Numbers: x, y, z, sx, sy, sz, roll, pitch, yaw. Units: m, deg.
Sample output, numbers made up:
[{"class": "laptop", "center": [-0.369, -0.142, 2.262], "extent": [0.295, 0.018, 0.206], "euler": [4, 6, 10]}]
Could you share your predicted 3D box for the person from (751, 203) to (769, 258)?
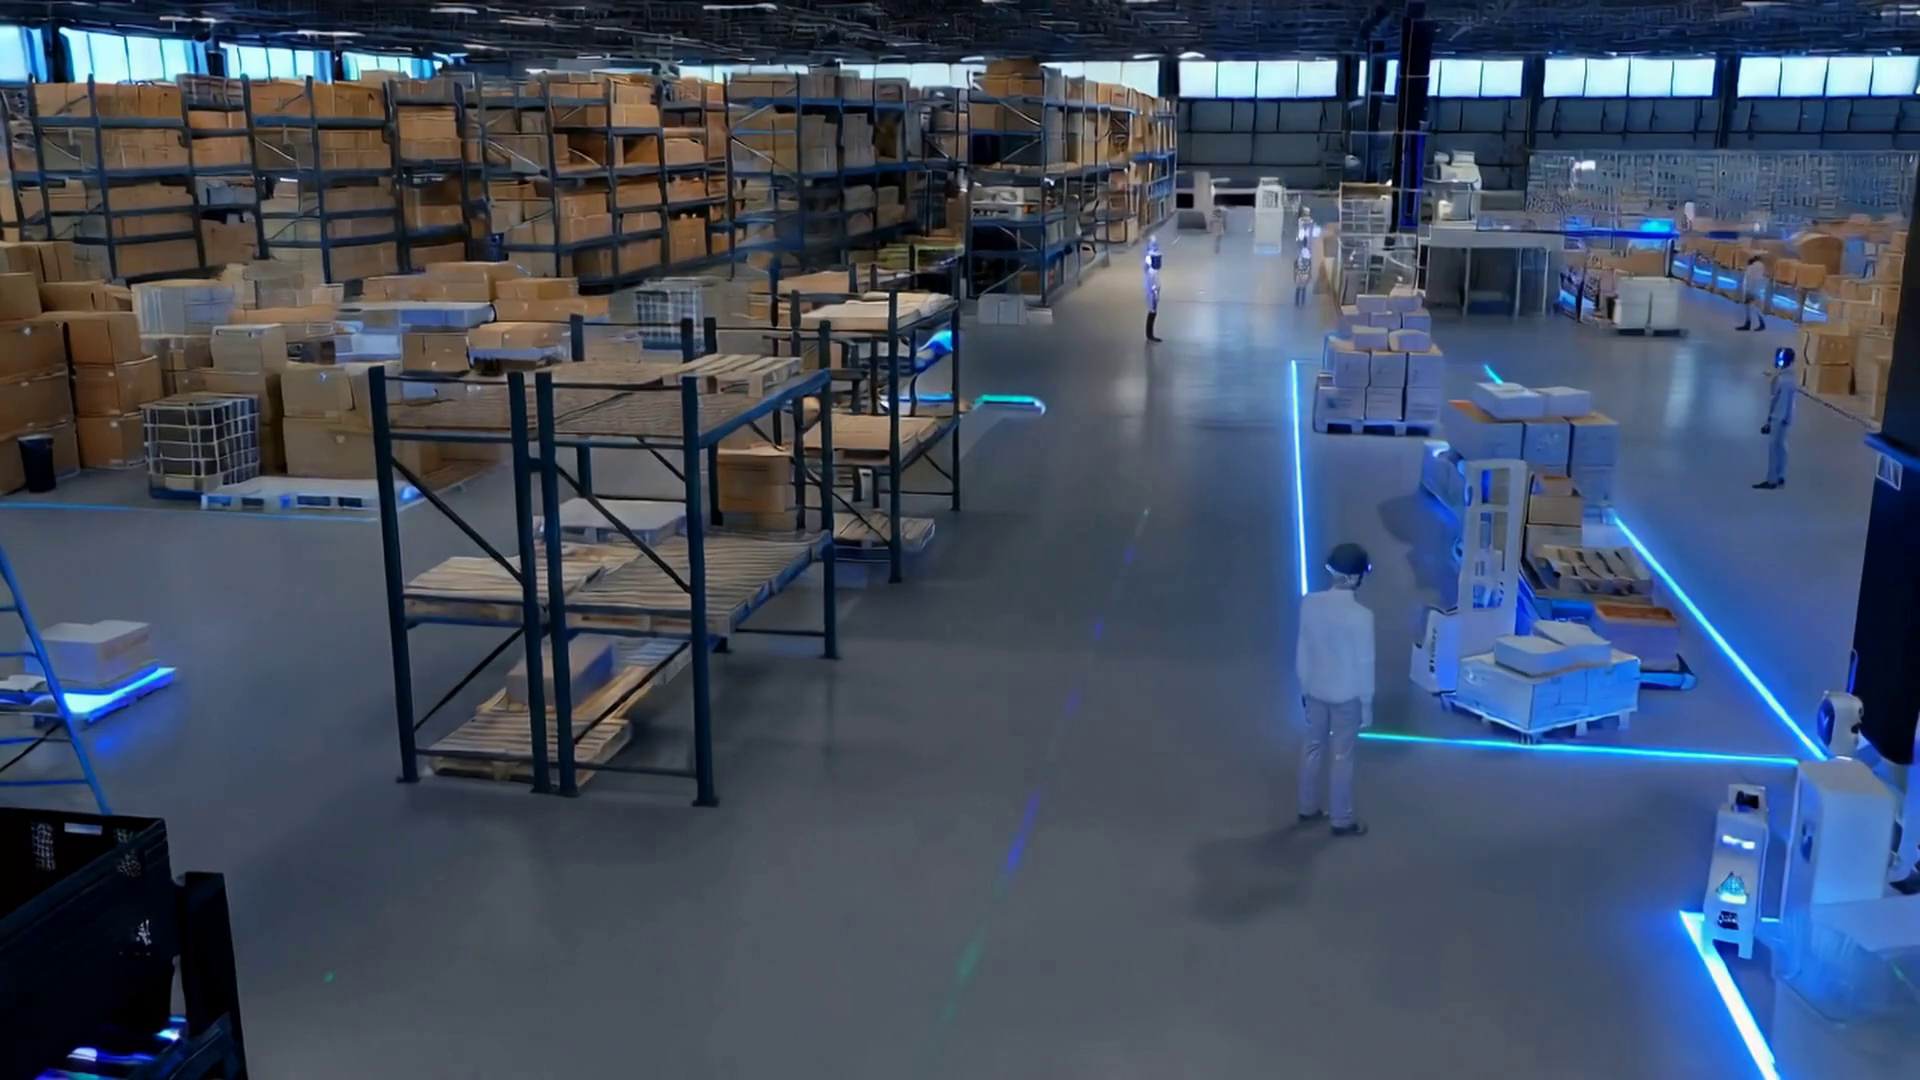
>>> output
[{"class": "person", "center": [-7.435, -11.417, 61.342], "extent": [0.819, 2.008, 0.624], "euler": [-4, 15, -17]}]

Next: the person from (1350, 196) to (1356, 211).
[{"class": "person", "center": [20.652, -17.739, 87.593], "extent": [0.497, 1.737, 0.344], "euler": [-6, 15, -23]}]

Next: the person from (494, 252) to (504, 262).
[{"class": "person", "center": [-11.364, -6.337, 41.420], "extent": [0.755, 1.668, 0.543], "euler": [2, 14, 6]}]

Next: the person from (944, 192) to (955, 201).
[{"class": "person", "center": [-0.576, -18.558, 90.750], "extent": [0.596, 1.807, 0.813], "euler": [2, 14, 9]}]

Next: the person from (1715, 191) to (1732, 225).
[{"class": "person", "center": [34.542, -14.801, 75.226], "extent": [0.609, 1.953, 0.990], "euler": [2, 14, 8]}]

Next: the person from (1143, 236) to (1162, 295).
[{"class": "person", "center": [5.470, -7.795, 47.286], "extent": [0.535, 1.698, 0.318], "euler": [10, 17, 34]}]

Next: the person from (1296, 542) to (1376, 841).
[{"class": "person", "center": [2.502, 0.988, 11.015], "extent": [0.397, 1.992, 0.621], "euler": [-10, 17, -34]}]

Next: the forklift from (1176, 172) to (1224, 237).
[{"class": "forklift", "center": [10.646, -14.863, 73.548], "extent": [1.873, 2.768, 1.129], "euler": [-5, 15, -20]}]

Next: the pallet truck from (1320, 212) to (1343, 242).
[{"class": "pallet truck", "center": [15.874, -13.227, 70.310], "extent": [0.680, 1.201, 1.601], "euler": [10, 17, 35]}]

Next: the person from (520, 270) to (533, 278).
[{"class": "person", "center": [-8.430, -4.394, 33.035], "extent": [0.692, 1.917, 0.551], "euler": [1, 14, 3]}]

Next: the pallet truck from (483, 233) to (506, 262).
[{"class": "pallet truck", "center": [-11.832, -7.026, 43.548], "extent": [1.885, 1.965, 0.823], "euler": [8, 16, 28]}]

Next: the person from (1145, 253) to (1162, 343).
[{"class": "person", "center": [4.301, -5.379, 36.922], "extent": [0.369, 1.967, 0.601], "euler": [0, 14, 0]}]

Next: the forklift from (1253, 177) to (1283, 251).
[{"class": "forklift", "center": [12.083, -12.747, 64.956], "extent": [1.129, 2.768, 1.873], "euler": [3, 14, 10]}]

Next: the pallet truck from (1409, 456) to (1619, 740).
[{"class": "pallet truck", "center": [4.504, 0.400, 13.395], "extent": [0.823, 1.965, 1.885], "euler": [-6, 15, -23]}]

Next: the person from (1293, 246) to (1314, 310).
[{"class": "person", "center": [8.985, -6.849, 43.525], "extent": [0.535, 1.656, 0.790], "euler": [2, 14, 8]}]

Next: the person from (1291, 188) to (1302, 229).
[{"class": "person", "center": [16.104, -15.856, 79.530], "extent": [0.601, 1.940, 0.414], "euler": [-8, 16, -30]}]

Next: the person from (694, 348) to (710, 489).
[{"class": "person", "center": [-3.478, -1.607, 21.860], "extent": [0.351, 1.847, 0.507], "euler": [0, 14, 0]}]

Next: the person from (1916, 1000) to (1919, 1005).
[{"class": "person", "center": [3.590, 2.362, 5.973], "extent": [0.417, 1.729, 0.573], "euler": [5, 15, 20]}]

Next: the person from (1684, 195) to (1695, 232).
[{"class": "person", "center": [31.288, -13.828, 71.368], "extent": [0.444, 1.896, 0.639], "euler": [9, 16, 32]}]

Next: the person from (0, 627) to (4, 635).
[{"class": "person", "center": [-9.027, 0.027, 15.125], "extent": [0.667, 1.901, 0.683], "euler": [2, 14, 7]}]

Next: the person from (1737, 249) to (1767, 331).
[{"class": "person", "center": [18.619, -5.855, 38.971], "extent": [0.570, 1.910, 0.722], "euler": [-2, 14, -8]}]

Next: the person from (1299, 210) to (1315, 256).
[{"class": "person", "center": [12.567, -11.046, 60.269], "extent": [0.599, 1.808, 0.811], "euler": [2, 14, 7]}]

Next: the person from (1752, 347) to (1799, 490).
[{"class": "person", "center": [10.672, -1.587, 21.716], "extent": [0.518, 1.876, 0.326], "euler": [-9, 16, -32]}]

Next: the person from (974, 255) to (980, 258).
[{"class": "person", "center": [0.785, -11.355, 61.348], "extent": [0.540, 1.893, 0.648], "euler": [11, 18, 38]}]

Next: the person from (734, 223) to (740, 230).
[{"class": "person", "center": [-8.303, -11.354, 61.939], "extent": [0.841, 1.596, 0.523], "euler": [-1, 14, -4]}]

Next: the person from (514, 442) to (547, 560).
[{"class": "person", "center": [-4.097, -0.105, 16.076], "extent": [0.908, 1.695, 0.485], "euler": [-1, 14, -4]}]

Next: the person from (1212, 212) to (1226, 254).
[{"class": "person", "center": [9.875, -11.719, 63.441], "extent": [0.505, 1.589, 0.860], "euler": [5, 15, 19]}]

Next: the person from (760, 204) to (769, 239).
[{"class": "person", "center": [-7.594, -12.149, 64.679], "extent": [0.566, 1.831, 0.580], "euler": [2, 14, 9]}]

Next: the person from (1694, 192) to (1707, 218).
[{"class": "person", "center": [35.337, -15.769, 79.401], "extent": [0.601, 1.817, 0.634], "euler": [1, 14, 4]}]
